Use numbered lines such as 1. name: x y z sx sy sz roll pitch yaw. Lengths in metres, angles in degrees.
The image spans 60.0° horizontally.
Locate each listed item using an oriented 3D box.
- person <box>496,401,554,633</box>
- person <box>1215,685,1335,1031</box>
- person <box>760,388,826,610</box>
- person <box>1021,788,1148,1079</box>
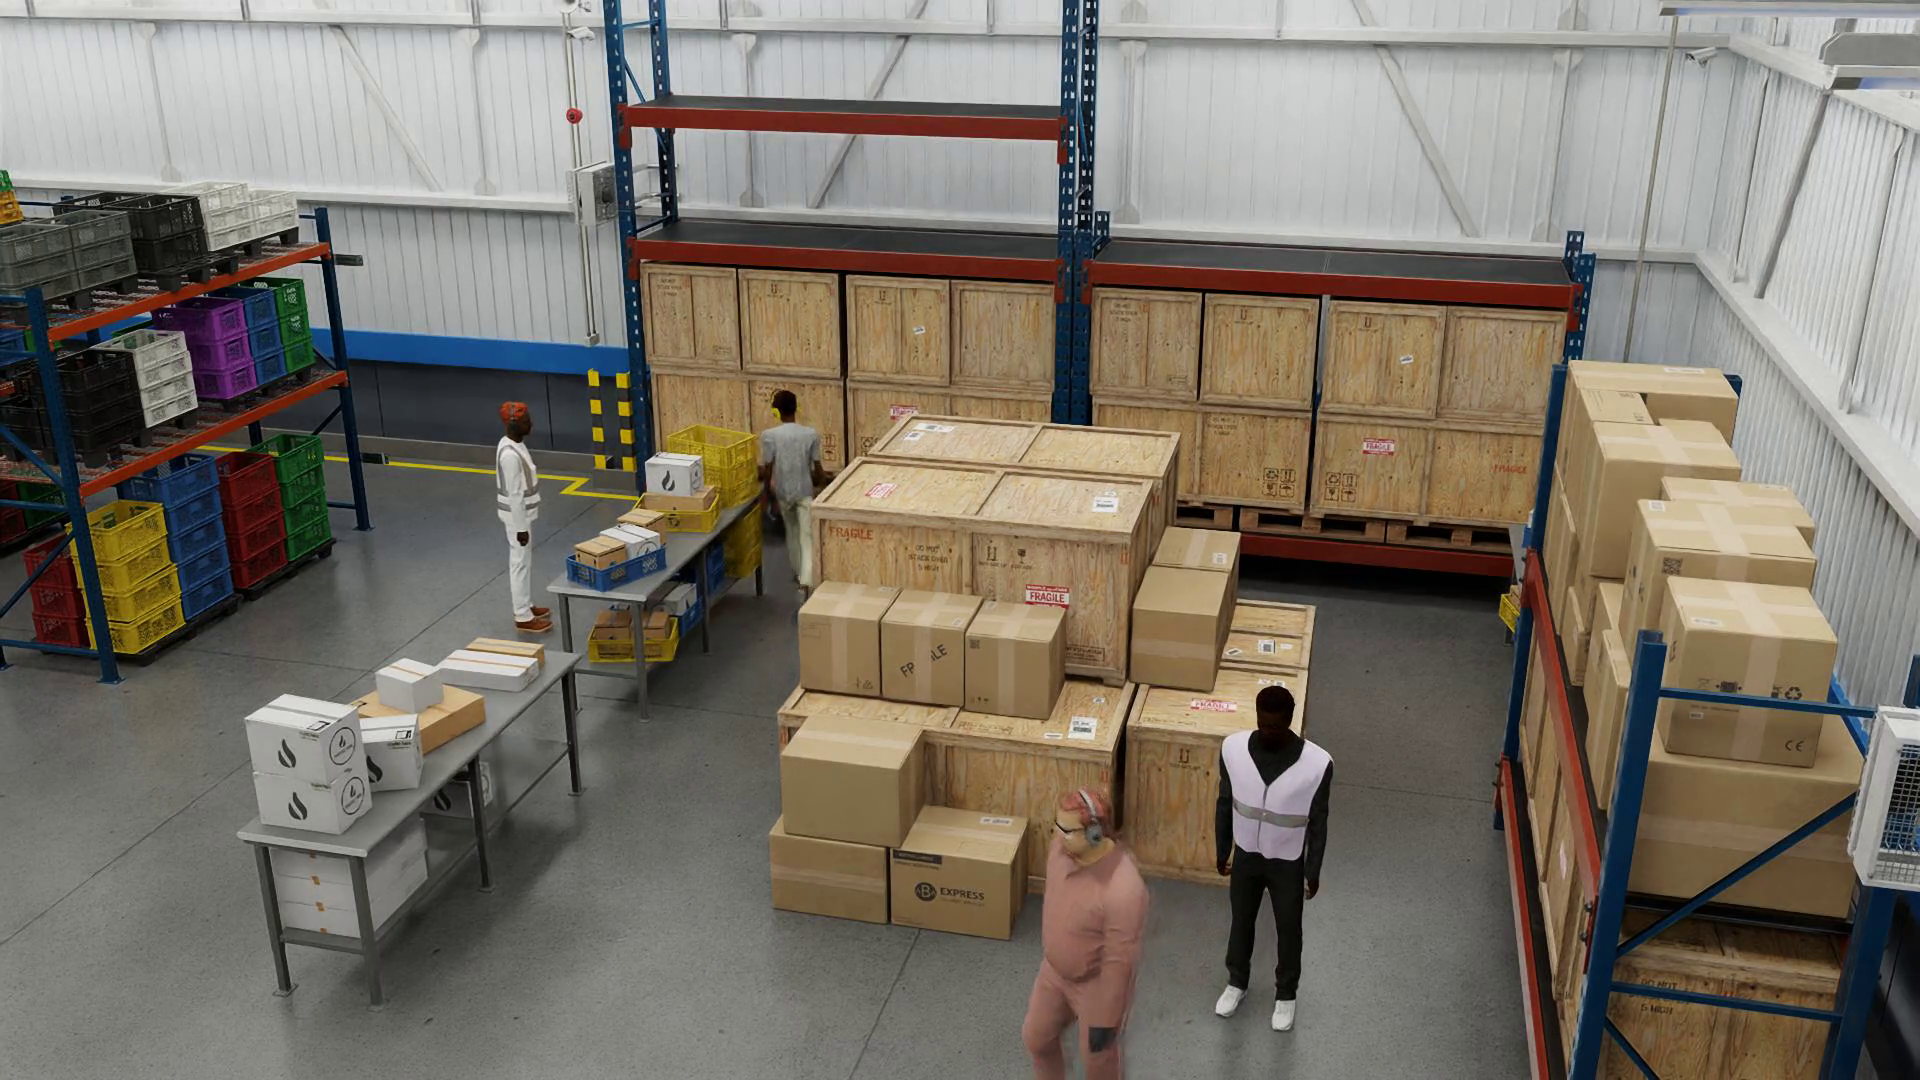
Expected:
1. person: -3.500 -0.191 13.267 0.356 1.881 0.575 -5 21 -12
2. person: 1.585 1.602 8.543 0.583 1.911 0.394 10 23 24
3. person: -1.364 -0.338 13.766 0.554 1.821 0.897 -2 21 -4
4. person: 0.515 2.000 7.527 0.540 1.889 0.676 -13 25 -31
